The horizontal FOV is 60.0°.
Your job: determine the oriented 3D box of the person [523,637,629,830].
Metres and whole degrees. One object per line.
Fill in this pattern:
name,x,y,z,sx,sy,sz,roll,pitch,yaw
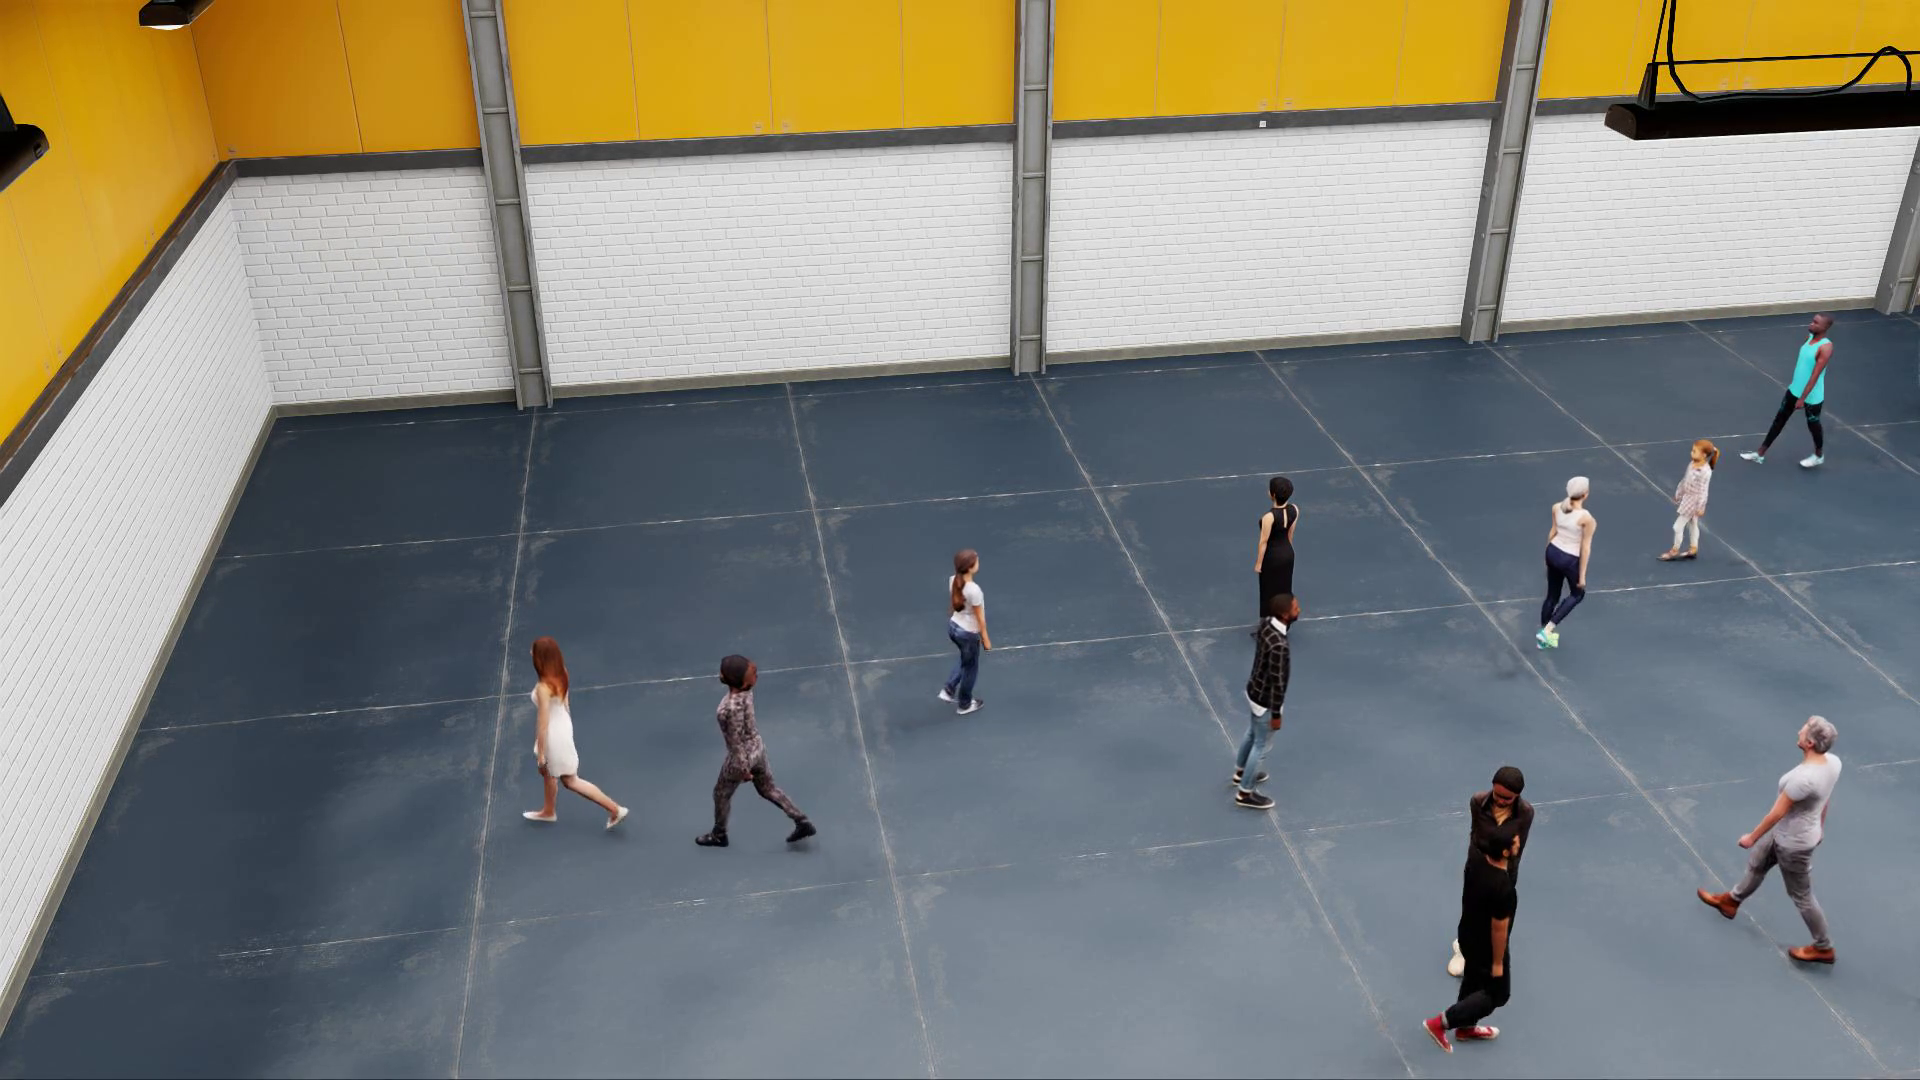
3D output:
person,-2.913,1.484,12.379,1.160,1.681,0.789,3,29,6

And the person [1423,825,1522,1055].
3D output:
person,3.208,2.522,10.404,0.810,1.751,0.641,-3,29,-6

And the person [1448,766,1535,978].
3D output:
person,3.560,2.177,11.130,0.684,1.661,0.747,21,35,33

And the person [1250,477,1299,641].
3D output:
person,2.832,0.179,14.857,0.614,1.598,0.716,-21,35,-33

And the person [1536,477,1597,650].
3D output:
person,5.264,0.247,14.638,0.788,1.690,0.739,-17,33,-29

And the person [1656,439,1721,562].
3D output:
person,7.208,-0.375,16.192,0.699,1.293,0.600,0,29,1

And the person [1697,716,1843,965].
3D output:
person,5.720,2.070,11.204,1.231,1.778,1.246,23,36,36

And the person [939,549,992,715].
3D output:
person,0.004,0.787,13.798,0.717,1.547,0.642,-17,33,-28

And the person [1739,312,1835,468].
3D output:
person,9.190,-1.561,17.869,1.183,1.769,0.710,-2,29,-4

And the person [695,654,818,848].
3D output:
person,-1.483,1.596,12.182,1.201,1.673,0.787,3,29,6

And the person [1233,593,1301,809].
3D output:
person,2.330,1.205,12.755,0.665,1.811,0.726,1,29,1
